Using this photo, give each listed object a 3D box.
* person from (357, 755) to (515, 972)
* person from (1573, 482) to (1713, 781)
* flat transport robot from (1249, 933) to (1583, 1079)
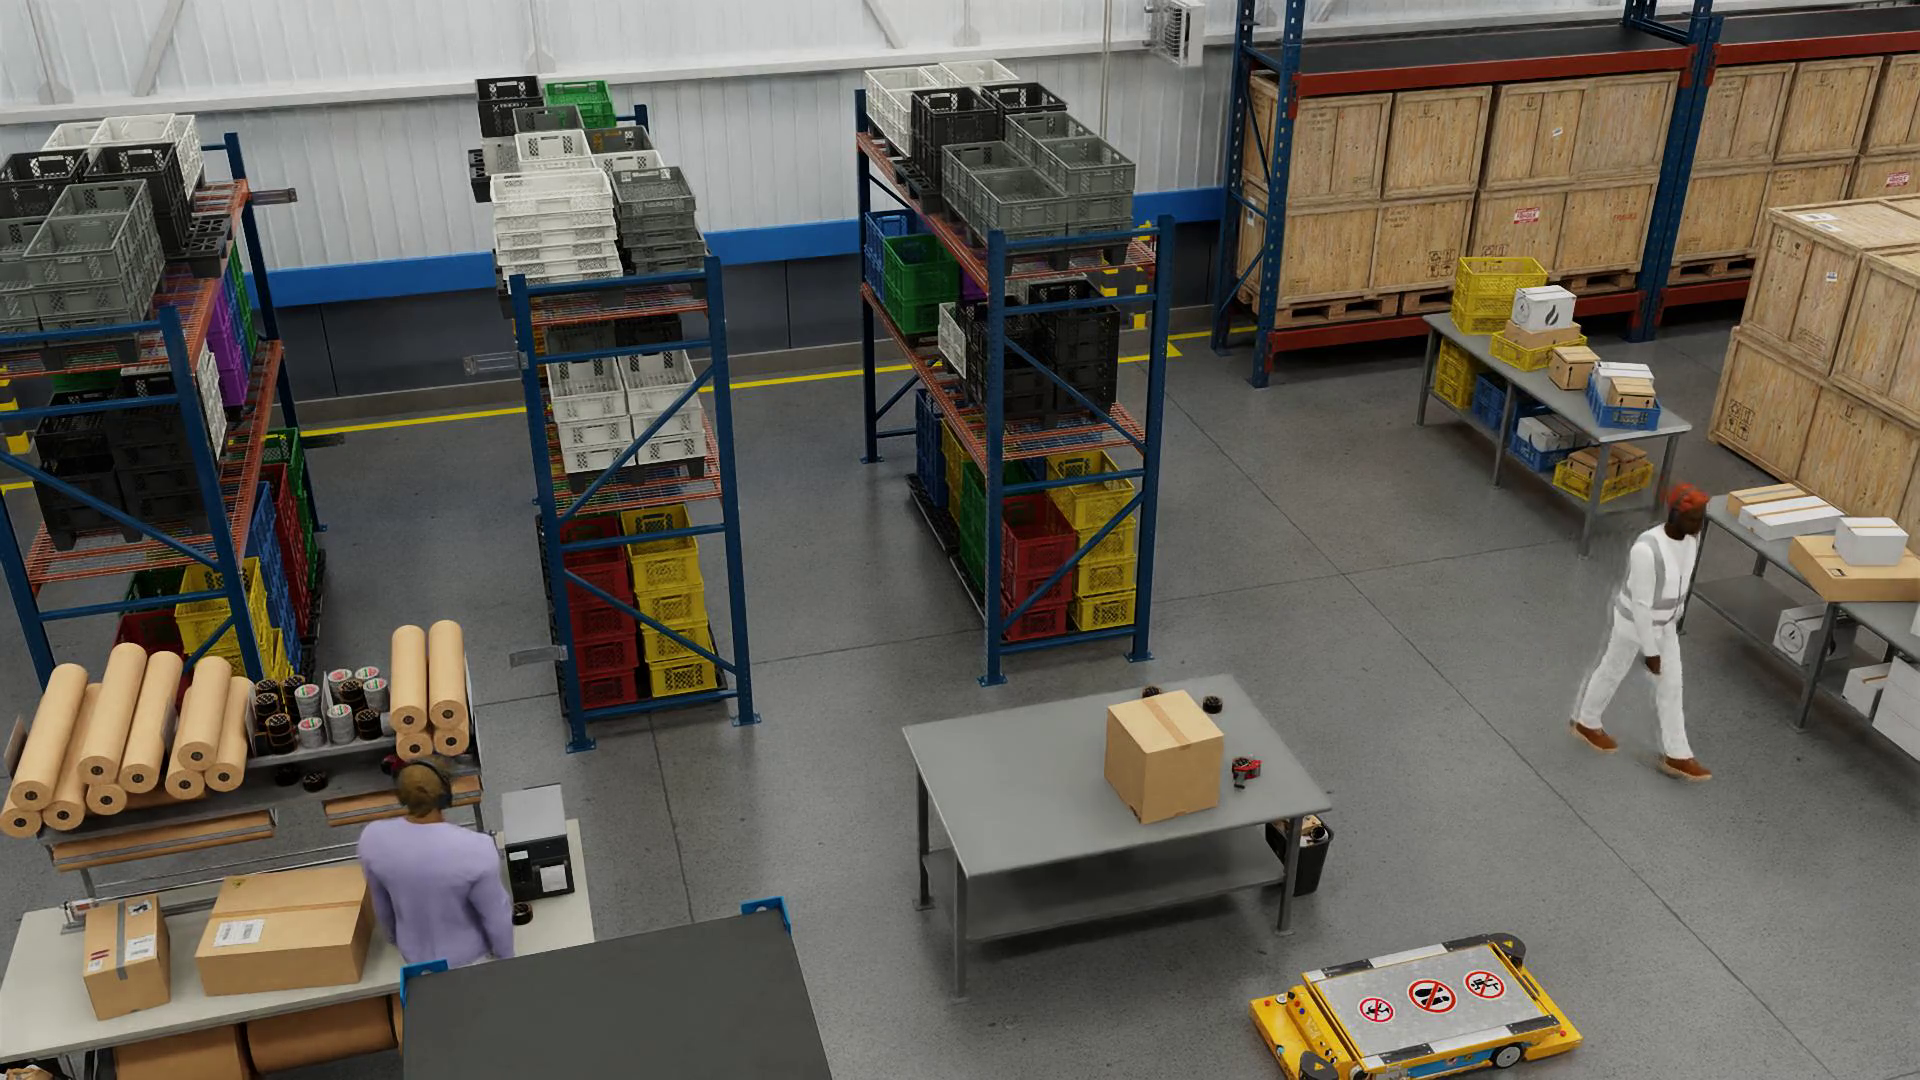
[{"bbox_3d":[-2.214,1.764,7.218,0.629,1.932,0.369,5,29,10],"label":"person"},{"bbox_3d":[4.046,0.541,9.524,0.576,1.841,0.925,-17,33,-28],"label":"person"},{"bbox_3d":[2.184,2.282,7.980,1.431,0.197,0.652,-8,30,-14],"label":"flat transport robot"}]
